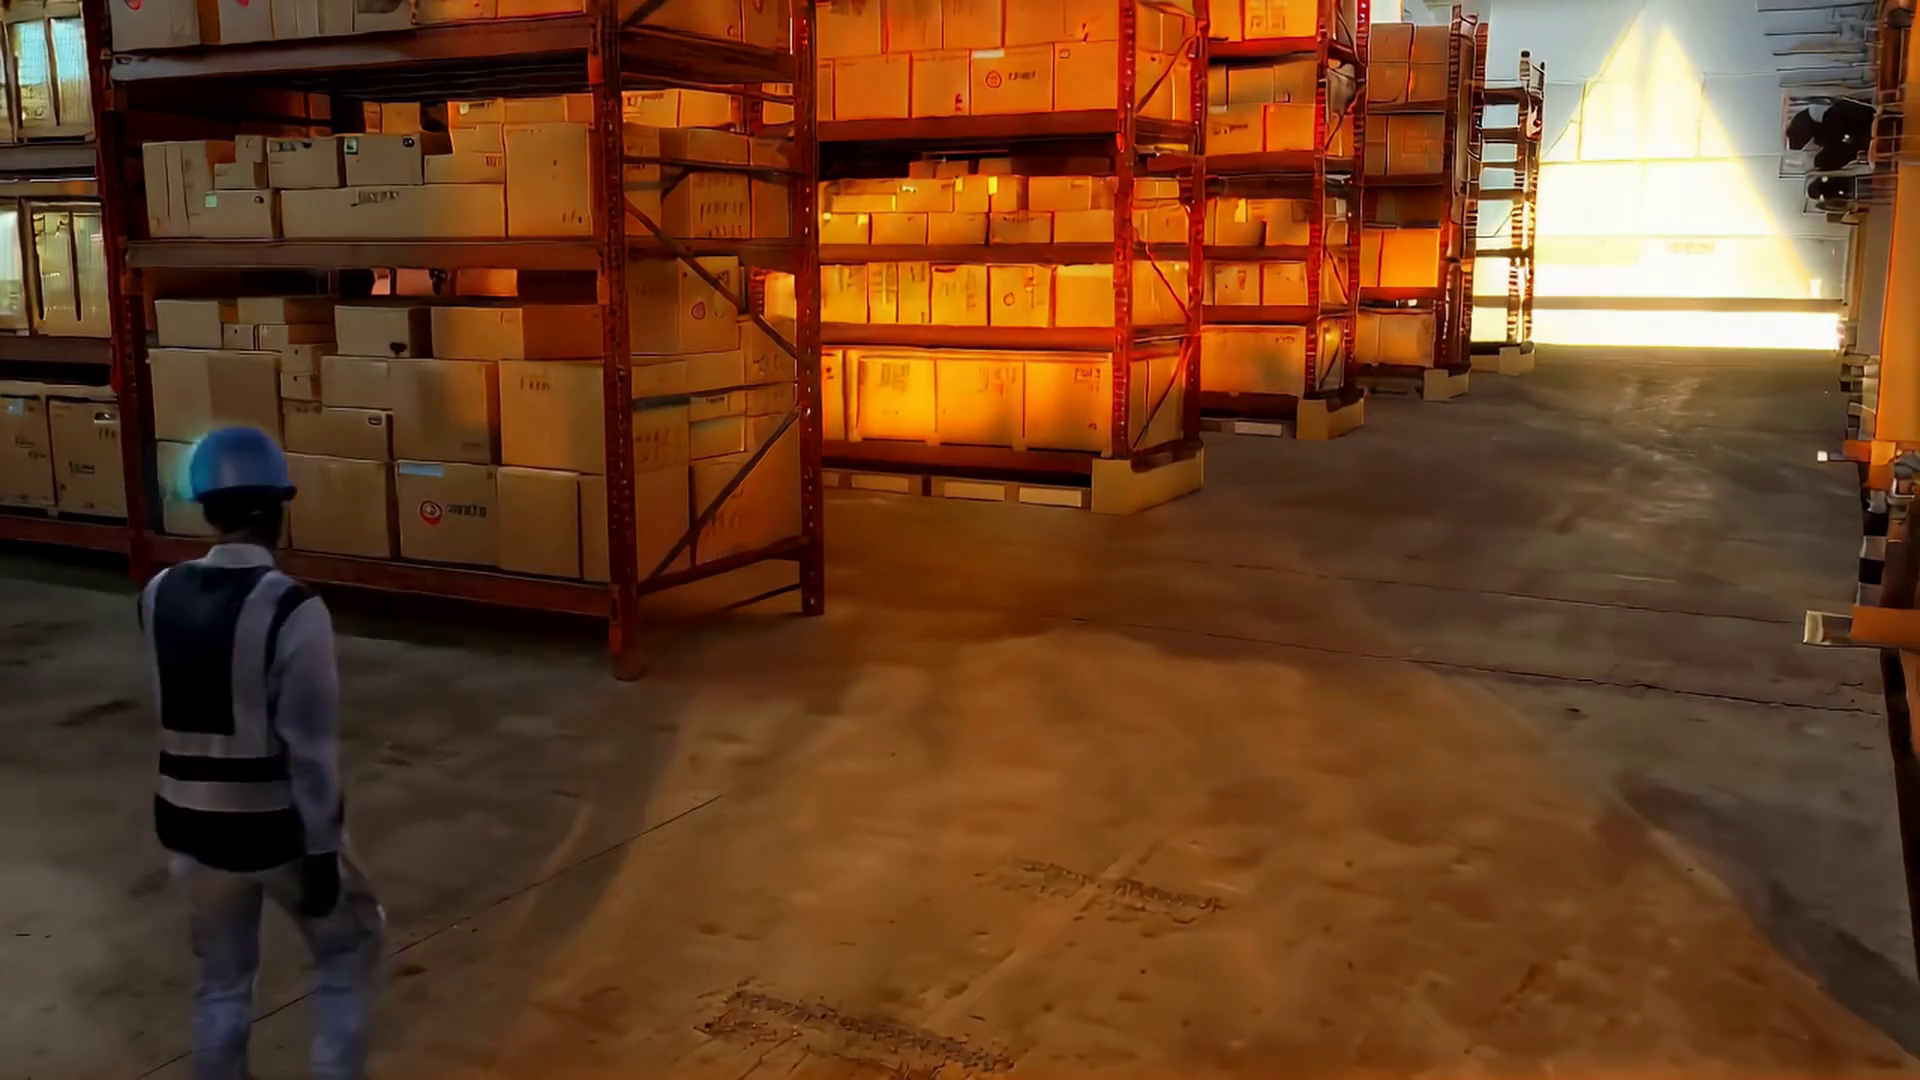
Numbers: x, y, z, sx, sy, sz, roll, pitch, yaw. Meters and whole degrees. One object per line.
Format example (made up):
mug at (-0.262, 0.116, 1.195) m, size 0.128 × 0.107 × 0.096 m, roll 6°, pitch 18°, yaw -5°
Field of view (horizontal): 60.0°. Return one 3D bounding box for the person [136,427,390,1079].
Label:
person at (-1.695, 0.680, 4.117) m, size 0.622 × 1.905 × 0.676 m, roll 4°, pitch 11°, yaw 23°
